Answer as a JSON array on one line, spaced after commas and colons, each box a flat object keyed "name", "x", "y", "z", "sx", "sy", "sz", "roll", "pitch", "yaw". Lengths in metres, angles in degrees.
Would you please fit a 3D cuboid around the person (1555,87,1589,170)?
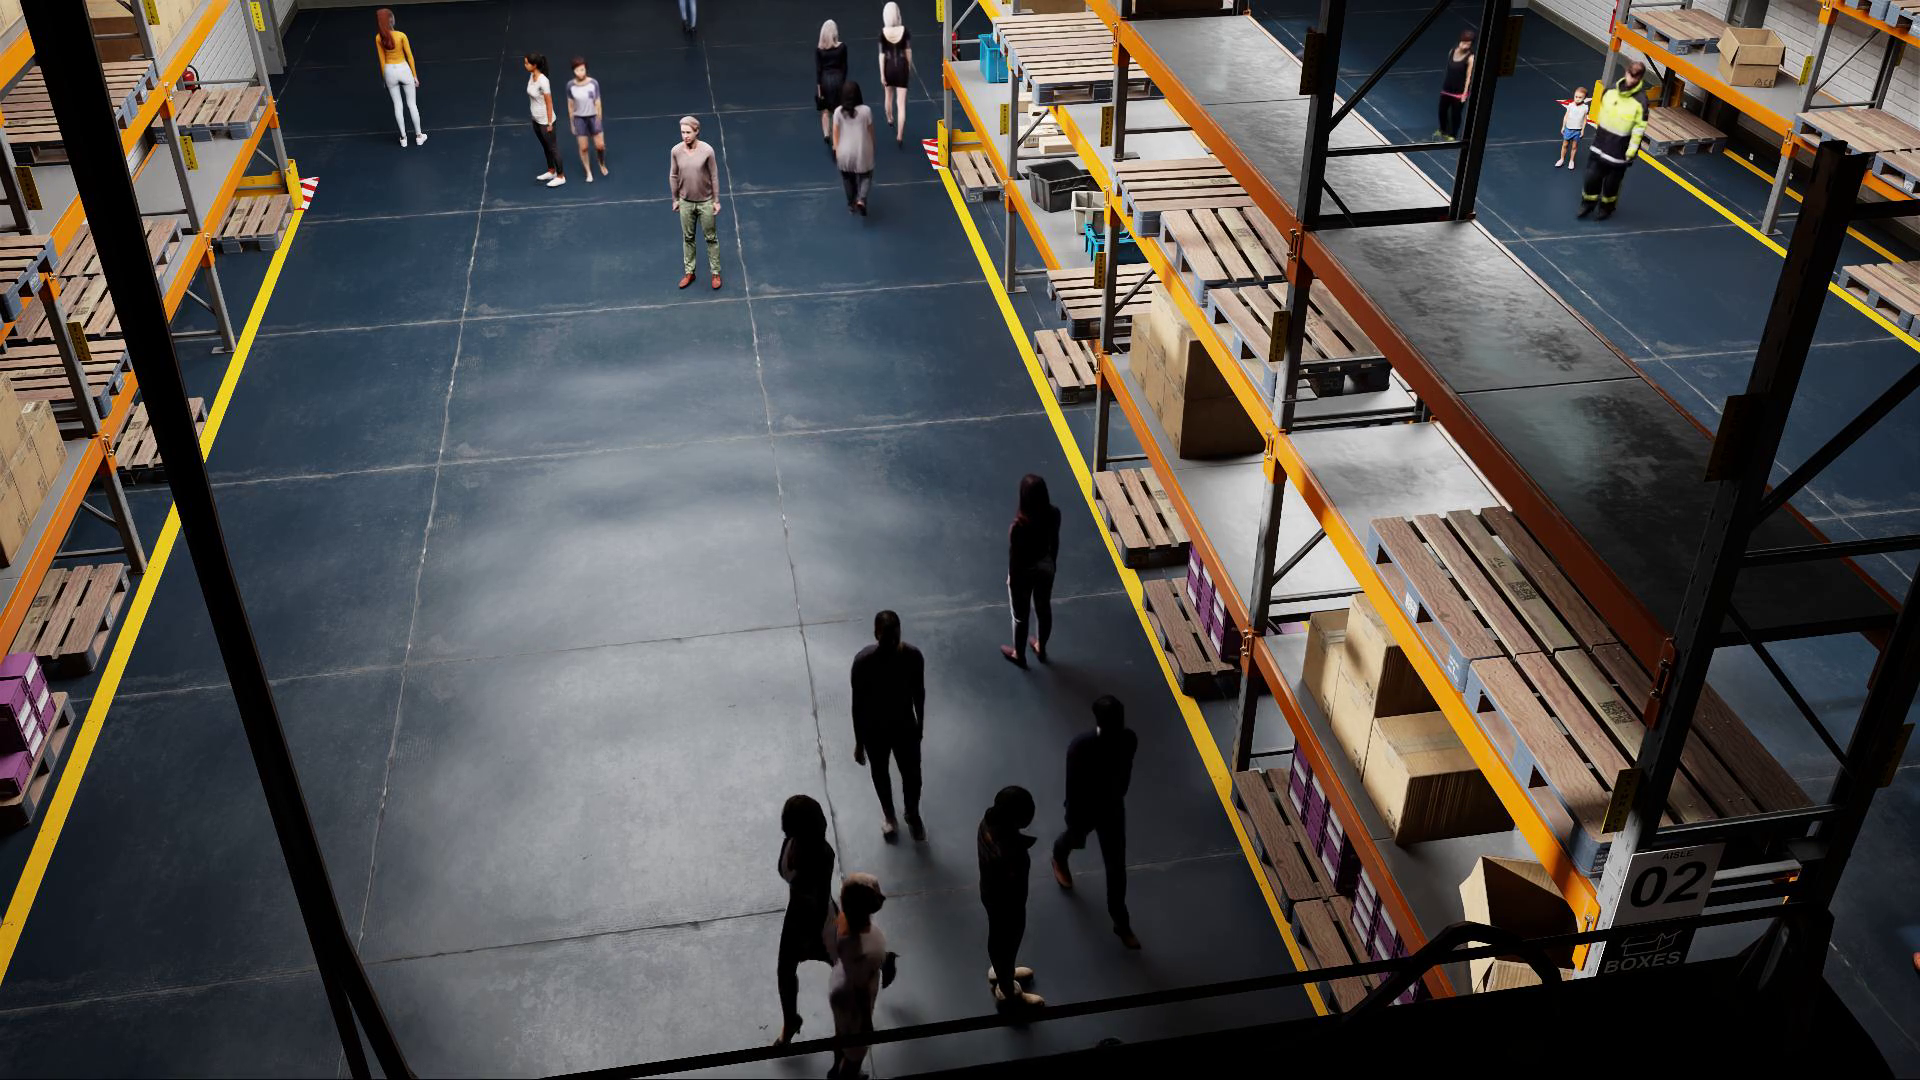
[{"name": "person", "x": 7.721, "y": -5.185, "z": 20.896, "sx": 0.489, "sy": 1.019, "sz": 0.538, "roll": 17, "pitch": 37, "yaw": 23}]

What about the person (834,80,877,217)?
[{"name": "person", "x": -1.228, "y": -4.527, "z": 19.383, "sx": 0.733, "sy": 1.597, "sz": 0.868, "roll": 1, "pitch": 34, "yaw": 2}]

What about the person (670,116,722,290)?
[{"name": "person", "x": -2.809, "y": -3.613, "z": 17.759, "sx": 0.744, "sy": 1.873, "sz": 0.684, "roll": 3, "pitch": 34, "yaw": 4}]

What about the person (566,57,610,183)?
[{"name": "person", "x": -4.597, "y": -5.193, "z": 20.426, "sx": 0.572, "sy": 1.551, "sz": 0.558, "roll": -7, "pitch": 34, "yaw": -11}]

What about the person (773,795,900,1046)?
[{"name": "person", "x": -0.734, "y": 2.090, "z": 9.278, "sx": 1.023, "sy": 1.762, "sz": 1.122, "roll": -27, "pitch": 42, "yaw": -34}]

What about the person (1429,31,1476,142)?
[{"name": "person", "x": 6.389, "y": -5.819, "z": 21.398, "sx": 0.801, "sy": 1.517, "sz": 0.697, "roll": -16, "pitch": 37, "yaw": -22}]

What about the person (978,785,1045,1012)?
[{"name": "person", "x": 0.240, "y": 2.048, "z": 9.435, "sx": 0.660, "sy": 1.660, "sz": 0.590, "roll": 8, "pitch": 35, "yaw": 13}]

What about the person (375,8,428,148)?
[{"name": "person", "x": -7.216, "y": -5.945, "z": 21.379, "sx": 0.589, "sy": 1.749, "sz": 0.511, "roll": -6, "pitch": 34, "yaw": -9}]

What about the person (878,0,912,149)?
[{"name": "person", "x": -0.806, "y": -5.913, "z": 21.311, "sx": 0.651, "sy": 1.771, "sz": 1.207, "roll": -2, "pitch": 34, "yaw": -4}]

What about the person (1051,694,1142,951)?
[{"name": "person", "x": 0.767, "y": 1.593, "z": 10.098, "sx": 0.837, "sy": 1.682, "sz": 1.227, "roll": -14, "pitch": 36, "yaw": -20}]

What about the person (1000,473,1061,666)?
[{"name": "person", "x": 0.523, "y": 0.219, "z": 12.233, "sx": 0.677, "sy": 1.608, "sz": 0.678, "roll": -20, "pitch": 39, "yaw": -28}]

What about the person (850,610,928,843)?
[{"name": "person", "x": -0.473, "y": 1.142, "z": 10.714, "sx": 0.636, "sy": 1.753, "sz": 0.607, "roll": -6, "pitch": 34, "yaw": -8}]

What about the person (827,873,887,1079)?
[{"name": "person", "x": -0.575, "y": 2.408, "z": 8.825, "sx": 0.616, "sy": 1.736, "sz": 0.497, "roll": -5, "pitch": 34, "yaw": -7}]

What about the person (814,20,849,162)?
[{"name": "person", "x": -1.586, "y": -5.626, "z": 20.926, "sx": 0.629, "sy": 1.719, "sz": 0.953, "roll": -4, "pitch": 34, "yaw": -6}]

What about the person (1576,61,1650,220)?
[{"name": "person", "x": 7.594, "y": -4.618, "z": 19.220, "sx": 1.044, "sy": 1.930, "sz": 0.962, "roll": -20, "pitch": 38, "yaw": -27}]

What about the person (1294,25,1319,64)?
[{"name": "person", "x": 4.247, "y": -5.412, "z": 20.475, "sx": 0.811, "sy": 1.862, "sz": 0.772, "roll": -14, "pitch": 36, "yaw": -20}]

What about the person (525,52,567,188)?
[{"name": "person", "x": -5.063, "y": -5.135, "z": 20.257, "sx": 0.695, "sy": 1.643, "sz": 0.574, "roll": -21, "pitch": 39, "yaw": -29}]
